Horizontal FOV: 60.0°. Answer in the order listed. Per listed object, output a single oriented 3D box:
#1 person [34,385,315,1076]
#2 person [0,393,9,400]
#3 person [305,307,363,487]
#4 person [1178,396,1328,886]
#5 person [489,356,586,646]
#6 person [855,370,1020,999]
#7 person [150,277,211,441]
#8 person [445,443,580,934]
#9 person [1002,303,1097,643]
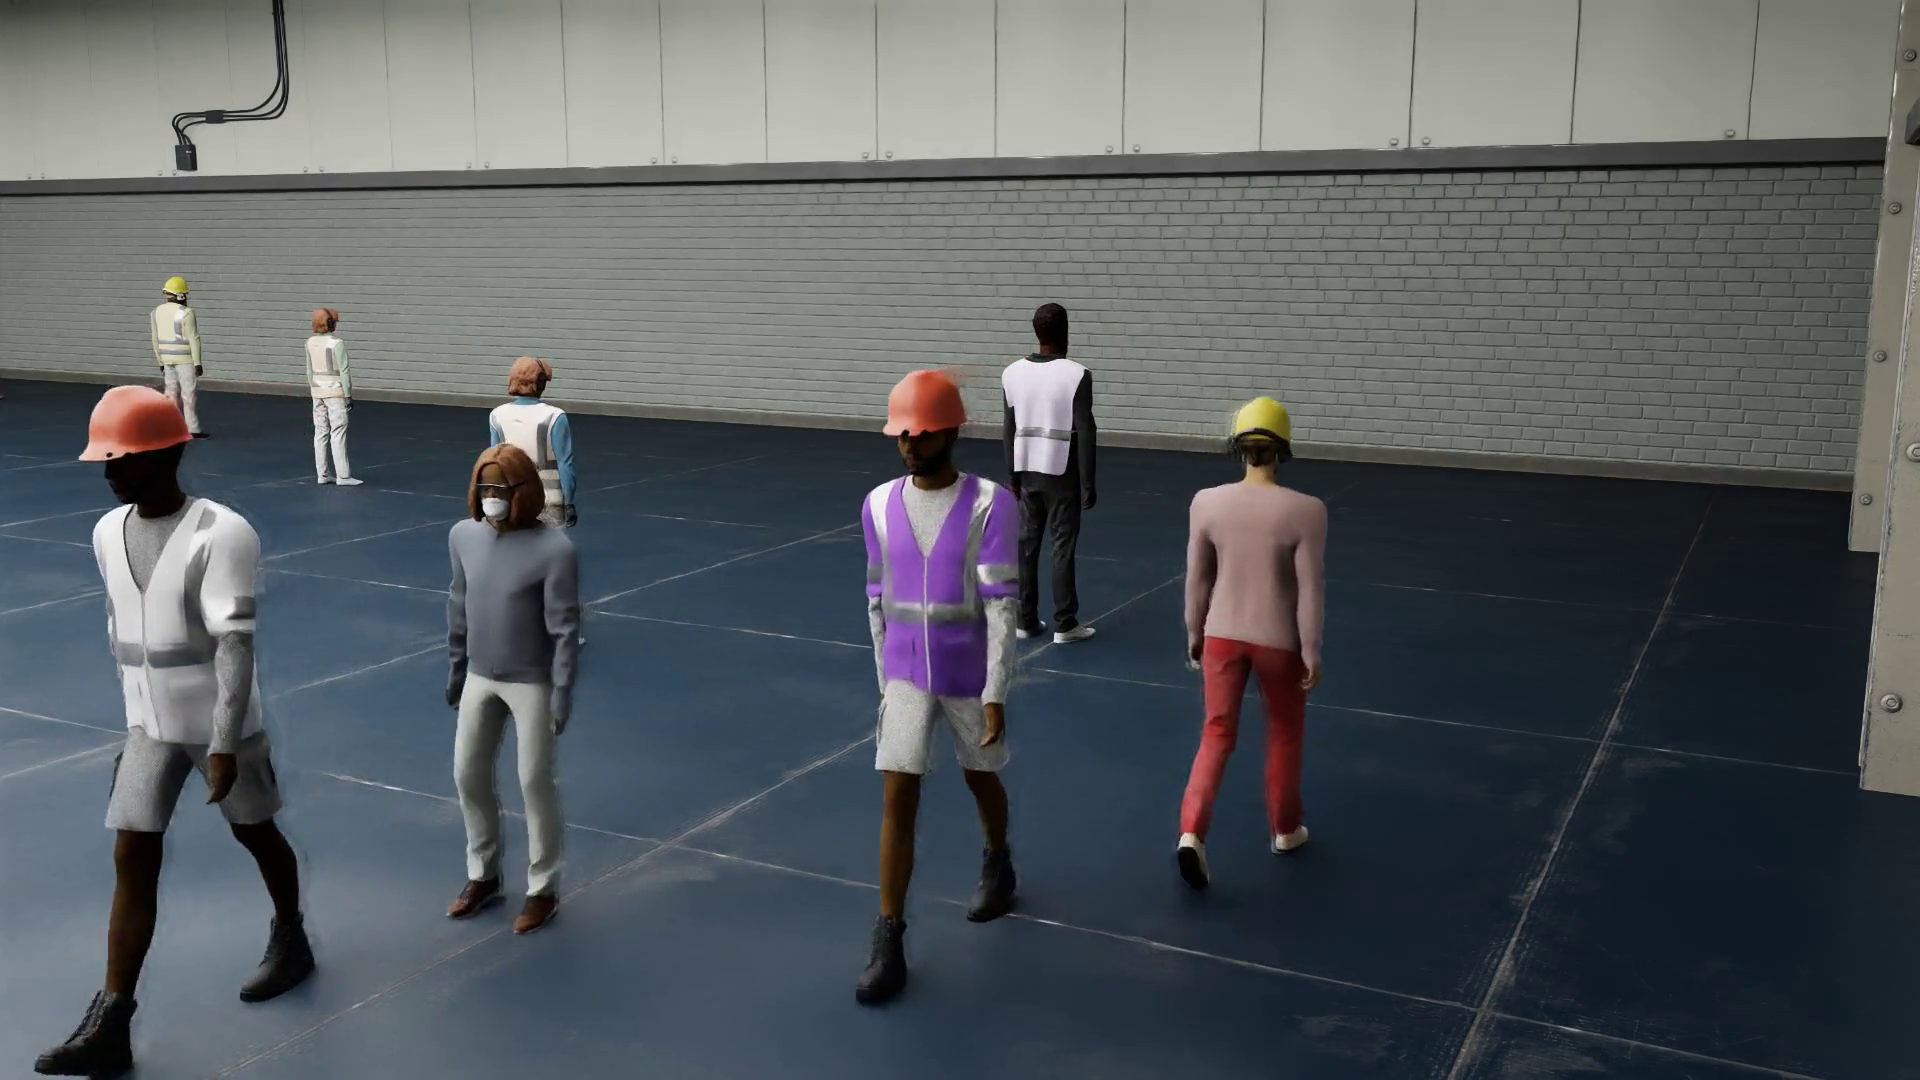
[{"bbox_3d":[-2.211,0.509,4.696,0.569,1.885,0.985,3,11,14],"label":"person"},{"bbox_3d":[-13.514,-2.805,22.760,0.784,1.879,0.677,-5,11,-24],"label":"person"},{"bbox_3d":[-5.775,-1.308,15.262,0.514,1.645,0.308,6,12,28],"label":"person"},{"bbox_3d":[1.027,0.360,5.952,0.530,1.739,0.820,5,12,27],"label":"person"},{"bbox_3d":[-2.347,-0.192,9.193,0.510,1.639,0.308,3,11,18],"label":"person"},{"bbox_3d":[-0.058,0.400,5.277,0.544,1.896,0.985,3,11,17],"label":"person"},{"bbox_3d":[-8.721,-2.018,18.619,0.600,1.829,0.404,4,11,19],"label":"person"},{"bbox_3d":[-1.494,0.487,5.518,0.547,1.625,0.339,4,11,20],"label":"person"},{"bbox_3d":[0.503,-0.372,9.401,0.592,1.922,0.392,7,13,34],"label":"person"}]
